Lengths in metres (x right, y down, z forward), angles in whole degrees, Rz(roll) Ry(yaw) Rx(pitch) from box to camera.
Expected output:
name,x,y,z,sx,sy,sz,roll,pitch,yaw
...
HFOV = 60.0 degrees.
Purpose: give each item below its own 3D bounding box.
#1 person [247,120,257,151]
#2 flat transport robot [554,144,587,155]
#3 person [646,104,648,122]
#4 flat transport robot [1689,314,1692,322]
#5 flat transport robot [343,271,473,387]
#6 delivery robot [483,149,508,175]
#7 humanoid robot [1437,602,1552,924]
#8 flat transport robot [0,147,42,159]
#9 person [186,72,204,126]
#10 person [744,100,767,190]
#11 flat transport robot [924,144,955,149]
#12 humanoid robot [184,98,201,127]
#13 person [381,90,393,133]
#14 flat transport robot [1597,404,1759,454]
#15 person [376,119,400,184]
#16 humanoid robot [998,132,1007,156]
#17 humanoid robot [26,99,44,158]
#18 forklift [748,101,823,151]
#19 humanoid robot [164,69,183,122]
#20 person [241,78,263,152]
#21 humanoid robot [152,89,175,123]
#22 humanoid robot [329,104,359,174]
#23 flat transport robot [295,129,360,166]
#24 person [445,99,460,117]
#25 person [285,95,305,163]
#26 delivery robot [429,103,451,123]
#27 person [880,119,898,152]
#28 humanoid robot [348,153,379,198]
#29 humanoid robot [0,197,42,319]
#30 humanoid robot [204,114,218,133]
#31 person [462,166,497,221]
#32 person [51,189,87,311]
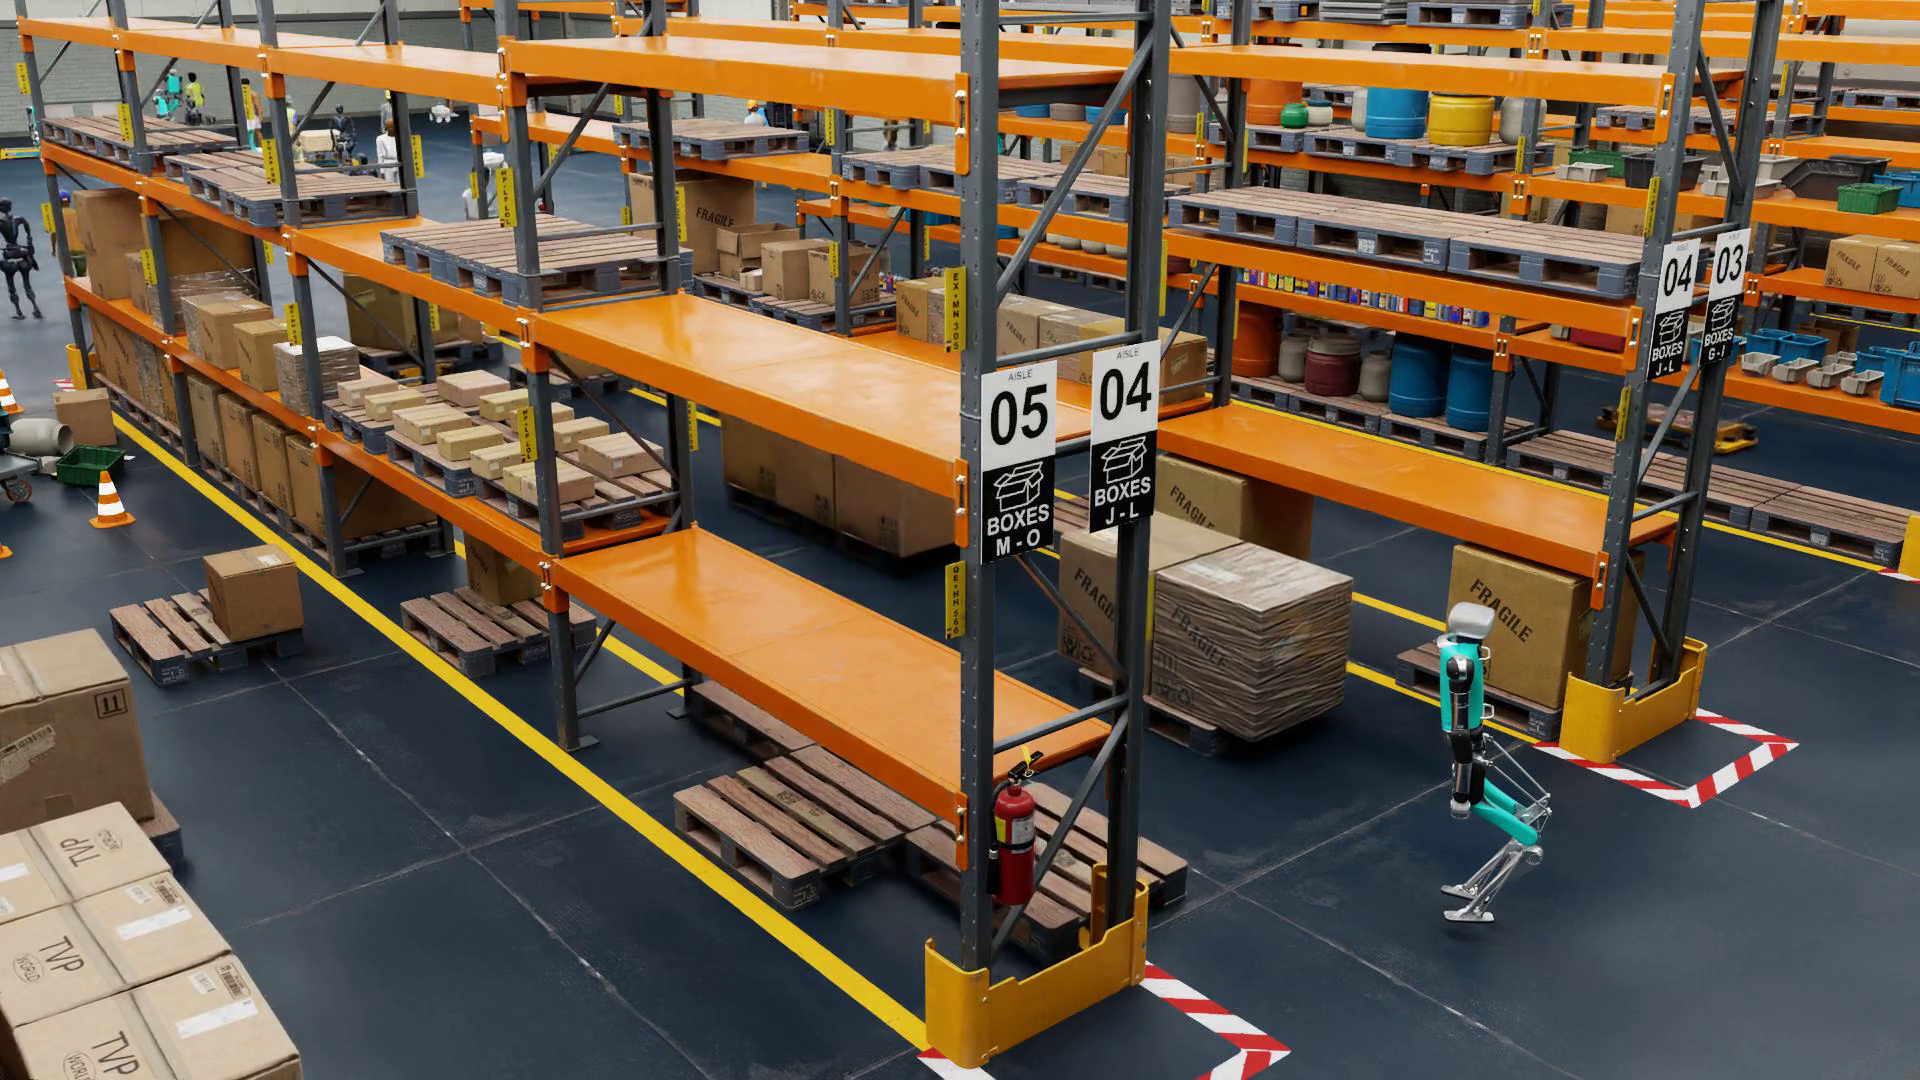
name,x,y,z,sx,sy,sz,roll,pitch,yaw
person,-16.518,-9.453,38.407,0.498,1.889,0.561,10,22,27
flat transport robot,-9.895,-9.952,42.259,0.659,0.231,1.431,11,22,28
person,-7.830,-10.936,42.529,0.550,1.946,0.462,8,21,21
flat transport robot,9.633,-3.122,22.820,0.659,0.231,1.431,-14,24,-35
flat transport robot,-6.561,-2.055,19.784,0.659,0.231,1.431,-15,24,-37
delivery robot,-10.786,-8.680,38.190,0.499,0.583,0.767,7,21,19
humanoid robot,2.698,1.138,8.287,0.735,1.674,0.533,6,20,16
flat transport robot,-23.135,-9.580,41.202,1.431,0.231,0.659,-11,22,-28
person,-21.465,-12.276,46.728,0.534,1.688,0.546,13,23,33
person,-4.356,-8.408,35.429,0.569,1.889,0.389,-12,22,-30
flat transport robot,-0.557,-7.538,35.389,0.659,0.231,1.431,-8,21,-21
humanoid robot,-17.891,-9.477,38.795,0.437,1.632,0.614,3,20,7
person,-13.523,-9.863,39.775,0.401,1.746,0.506,17,26,40
flat transport robot,7.447,-1.174,17.278,0.659,0.231,1.431,-14,24,-34
person,-10.668,-6.988,31.391,0.574,1.882,0.362,-12,23,-31
humanoid robot,0.927,-7.355,32.668,0.820,1.768,0.566,-12,23,-31
humanoid robot,-20.679,-9.027,37.562,0.538,1.882,0.726,-10,22,-27
forklift,-4.526,-11.368,42.374,1.129,2.768,1.873,-15,24,-37
humanoid robot,-22.368,-12.435,47.113,0.832,1.779,0.623,17,26,40
person,-18.037,-10.812,42.339,0.789,1.843,0.419,7,21,19
humanoid robot,-18.917,-9.940,40.067,0.797,1.801,0.530,-1,19,-3
humanoid robot,-13.762,-8.886,37.117,0.588,1.636,0.587,-3,20,-9
flat transport robot,-15.095,-8.996,39.540,1.431,0.231,0.659,-13,23,-32
person,-15.912,-14.137,51.758,0.498,1.870,0.380,17,25,39
person,-14.927,-8.950,37.040,0.523,1.847,0.977,3,20,7
delivery robot,-15.692,-12.911,50.250,0.505,0.595,0.766,-15,24,-37
person,-1.591,-8.935,37.133,0.452,1.742,0.530,3,20,10
humanoid robot,-10.067,-5.691,28.014,0.593,1.644,0.420,-15,24,-36
humanoid robot,-12.967,-3.859,22.787,0.319,1.651,0.610,13,23,32
humanoid robot,-15.793,-8.199,35.208,0.784,1.622,0.603,-1,19,-3
person,-6.949,-4.482,24.215,0.610,1.921,0.961,7,21,19
person,-12.501,-4.079,23.381,0.466,1.689,0.706,-13,23,-32
